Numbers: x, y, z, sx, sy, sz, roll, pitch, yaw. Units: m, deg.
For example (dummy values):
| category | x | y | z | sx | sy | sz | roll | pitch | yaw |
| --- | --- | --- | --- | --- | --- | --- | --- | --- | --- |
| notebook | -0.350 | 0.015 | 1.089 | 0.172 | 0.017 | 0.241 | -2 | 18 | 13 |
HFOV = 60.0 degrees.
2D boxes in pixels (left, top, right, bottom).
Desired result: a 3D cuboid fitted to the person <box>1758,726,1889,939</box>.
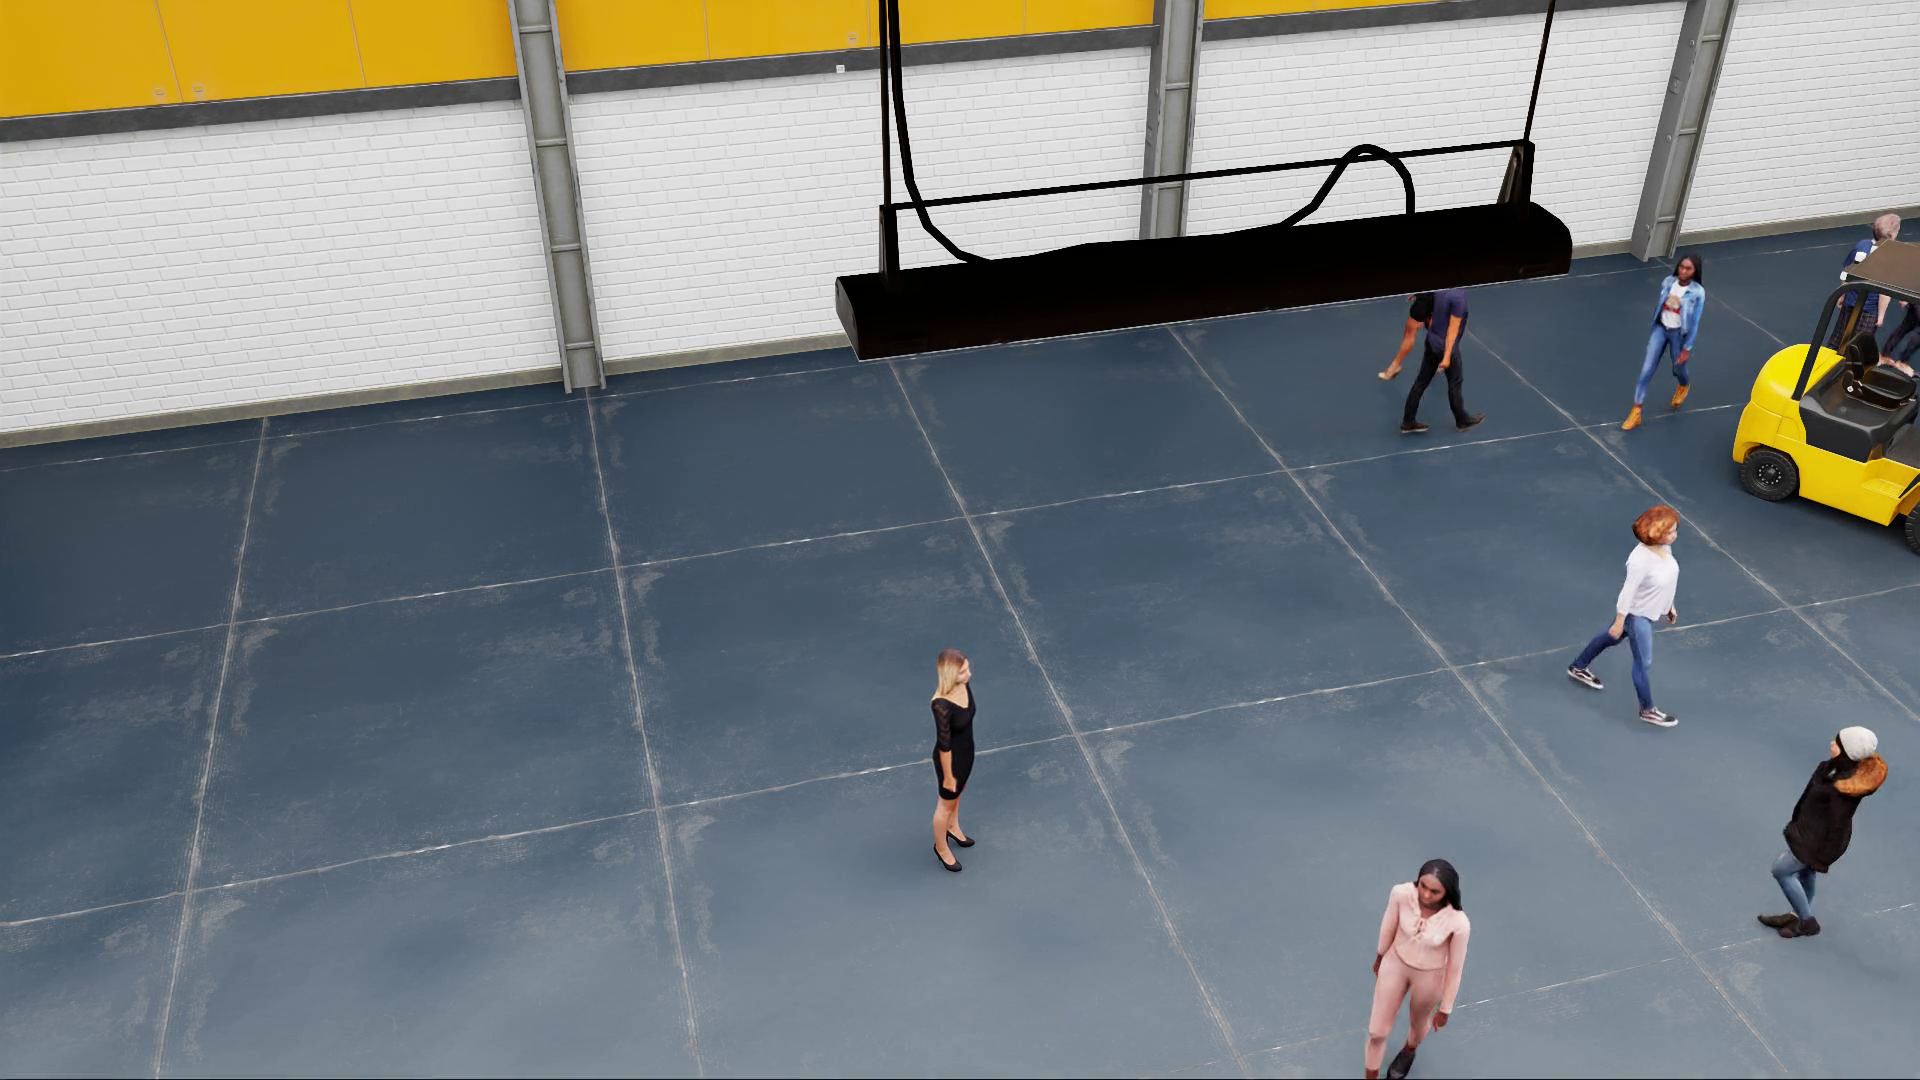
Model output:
| category | x | y | z | sx | sy | sz | roll | pitch | yaw |
| --- | --- | --- | --- | --- | --- | --- | --- | --- | --- |
| person | 5.207 | 1.781 | 9.935 | 0.816 | 1.624 | 0.752 | 18 | 38 | 26 |

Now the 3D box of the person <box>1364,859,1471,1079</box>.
| category | x | y | z | sx | sy | sz | roll | pitch | yaw |
| --- | --- | --- | --- | --- | --- | --- | --- | --- | --- |
| person | 2.512 | 2.327 | 9.044 | 0.925 | 1.702 | 1.007 | 22 | 40 | 30 |

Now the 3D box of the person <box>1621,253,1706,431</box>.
| category | x | y | z | sx | sy | sz | roll | pitch | yaw |
| --- | --- | --- | --- | --- | --- | --- | --- | --- | --- |
| person | 6.623 | -1.856 | 15.366 | 1.275 | 1.670 | 0.986 | -26 | 42 | -34 |

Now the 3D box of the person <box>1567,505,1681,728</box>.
| category | x | y | z | sx | sy | sz | roll | pitch | yaw |
| --- | --- | --- | --- | --- | --- | --- | --- | --- | --- |
| person | 4.752 | 0.460 | 11.877 | 1.097 | 1.674 | 1.146 | 26 | 42 | 34 |

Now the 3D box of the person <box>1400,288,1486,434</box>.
| category | x | y | z | sx | sy | sz | roll | pitch | yaw |
| --- | --- | --- | --- | --- | --- | --- | --- | --- | --- |
| person | 4.300 | -1.753 | 15.143 | 1.017 | 1.745 | 0.706 | -5 | 34 | -8 |

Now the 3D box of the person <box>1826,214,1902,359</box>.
| category | x | y | z | sx | sy | sz | roll | pitch | yaw |
| --- | --- | --- | --- | --- | --- | --- | --- | --- | --- |
| person | 8.497 | -2.187 | 15.682 | 0.595 | 1.871 | 0.692 | -15 | 36 | -21 |

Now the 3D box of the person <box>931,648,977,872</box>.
| category | x | y | z | sx | sy | sz | roll | pitch | yaw |
| --- | --- | --- | --- | --- | --- | --- | --- | --- | --- |
| person | -0.040 | 1.367 | 10.511 | 0.634 | 1.676 | 0.614 | 11 | 35 | 16 |
